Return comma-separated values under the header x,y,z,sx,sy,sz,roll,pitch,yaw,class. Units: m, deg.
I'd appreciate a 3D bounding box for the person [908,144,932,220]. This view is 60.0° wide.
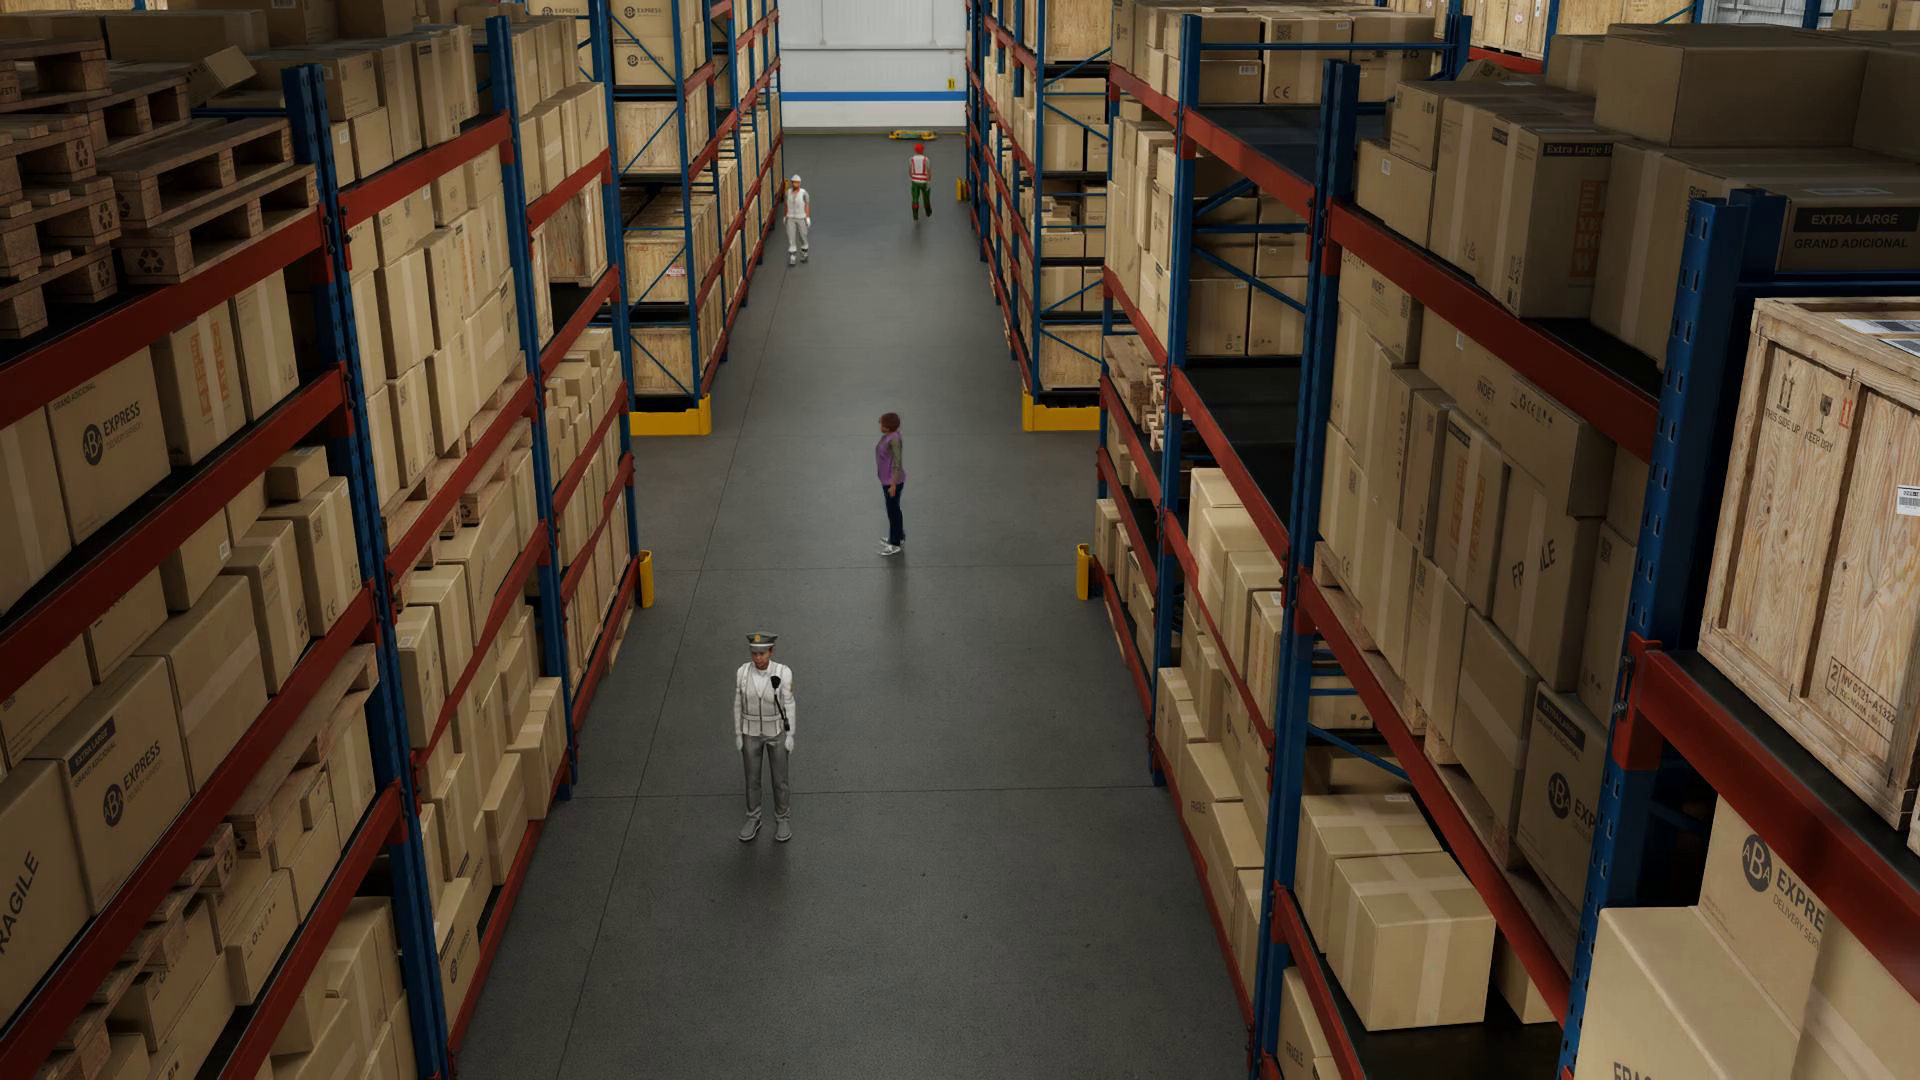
x,y,z,sx,sy,sz,roll,pitch,yaw,class
-0.927,-8.449,39.101,0.536,1.756,0.920,2,21,6,person

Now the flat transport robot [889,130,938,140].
x,y,z,sx,sy,sz,roll,pitch,yaw,class
-1.509,-13.119,53.881,1.431,0.255,0.659,7,22,18,flat transport robot

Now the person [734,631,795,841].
x,y,z,sx,sy,sz,roll,pitch,yaw,class
-1.487,1.475,12.655,0.465,1.693,0.361,1,20,2,person

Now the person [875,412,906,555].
x,y,z,sx,sy,sz,roll,pitch,yaw,class
-0.764,-0.649,18.454,0.341,1.600,0.481,-5,21,-14,person

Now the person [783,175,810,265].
x,y,z,sx,sy,sz,roll,pitch,yaw,class
-3.353,-6.558,34.048,0.573,1.794,0.766,2,21,6,person
